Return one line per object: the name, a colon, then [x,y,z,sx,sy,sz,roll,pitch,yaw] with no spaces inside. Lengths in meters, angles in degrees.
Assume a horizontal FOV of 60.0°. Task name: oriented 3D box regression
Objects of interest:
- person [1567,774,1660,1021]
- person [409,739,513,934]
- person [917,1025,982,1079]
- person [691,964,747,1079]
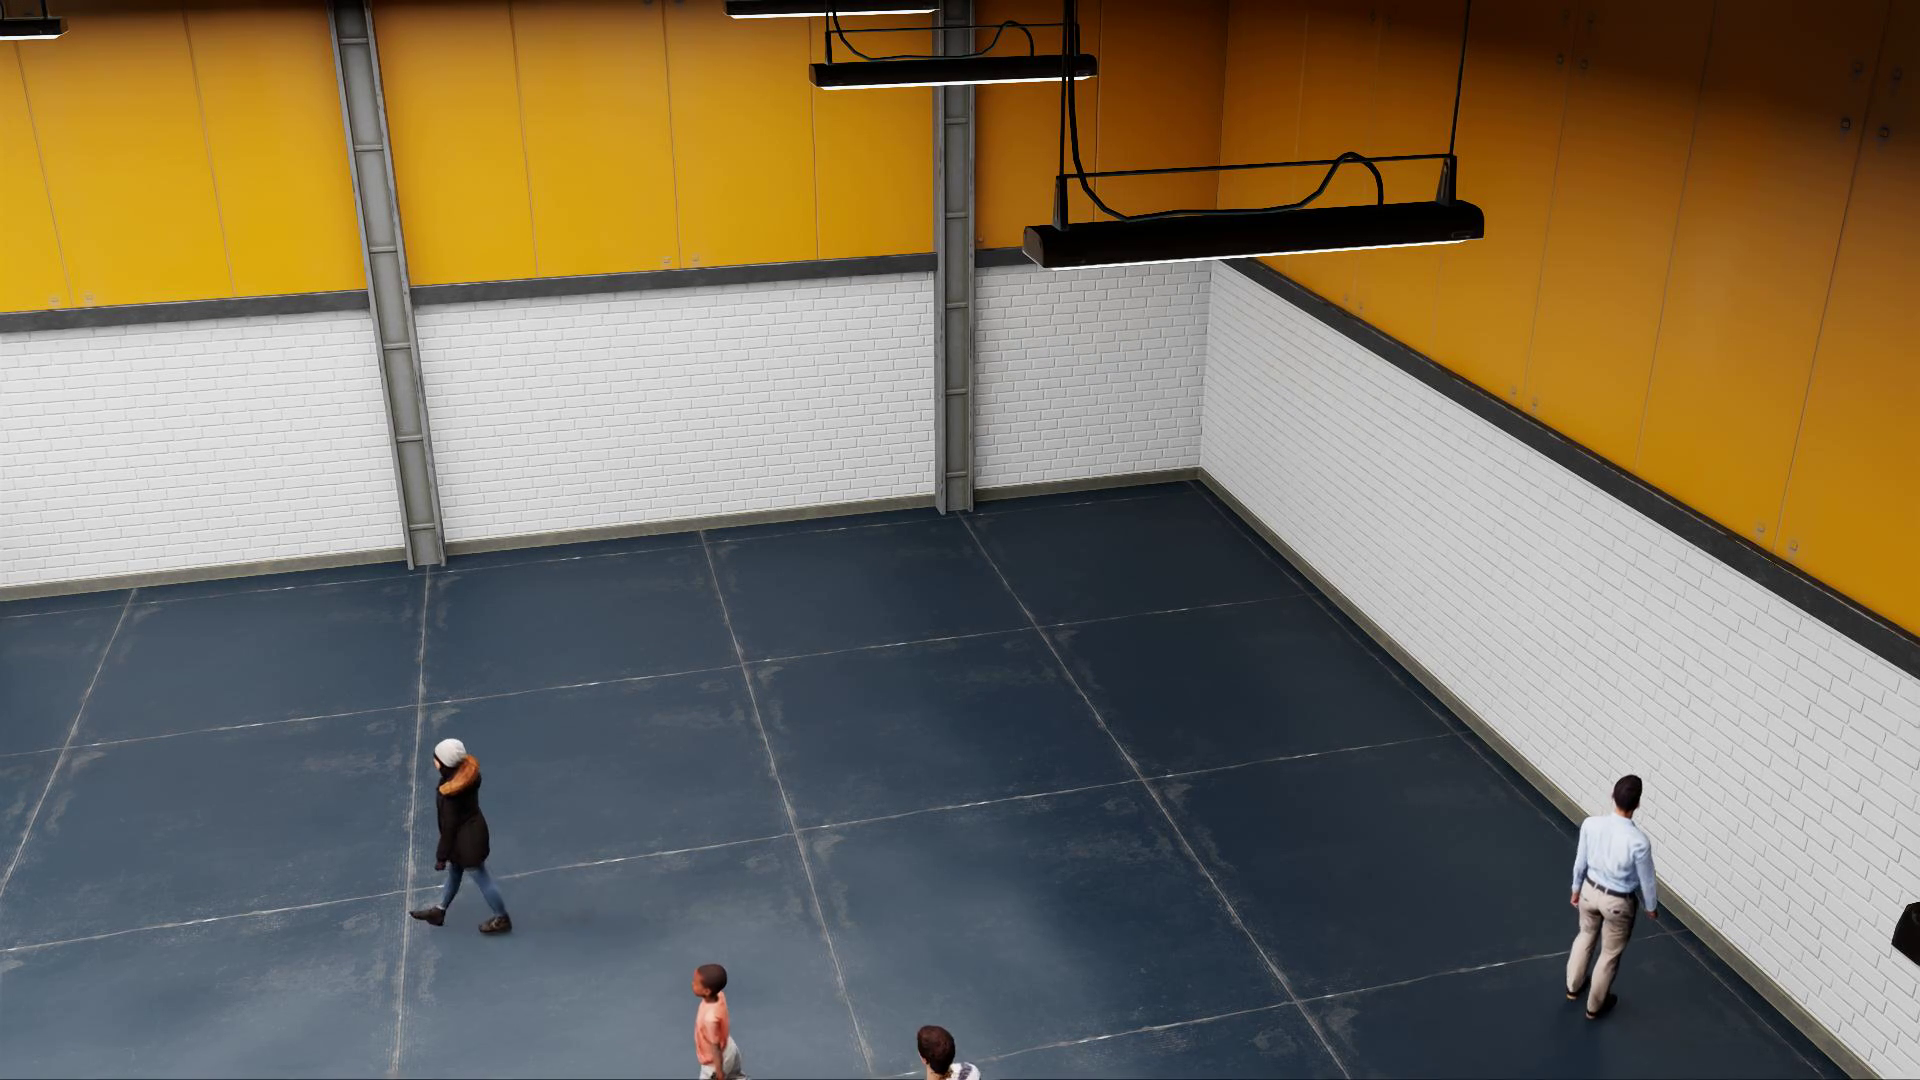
person: [4.292,2.414,11.042,0.820,1.842,0.786,-20,30,-38]
person: [-3.466,2.152,11.935,1.002,1.606,0.727,-2,24,-5]
person: [-0.010,3.387,8.836,1.083,1.826,0.992,-19,30,-37]
person: [-1.404,3.134,10.098,0.936,1.280,0.683,2,24,4]
